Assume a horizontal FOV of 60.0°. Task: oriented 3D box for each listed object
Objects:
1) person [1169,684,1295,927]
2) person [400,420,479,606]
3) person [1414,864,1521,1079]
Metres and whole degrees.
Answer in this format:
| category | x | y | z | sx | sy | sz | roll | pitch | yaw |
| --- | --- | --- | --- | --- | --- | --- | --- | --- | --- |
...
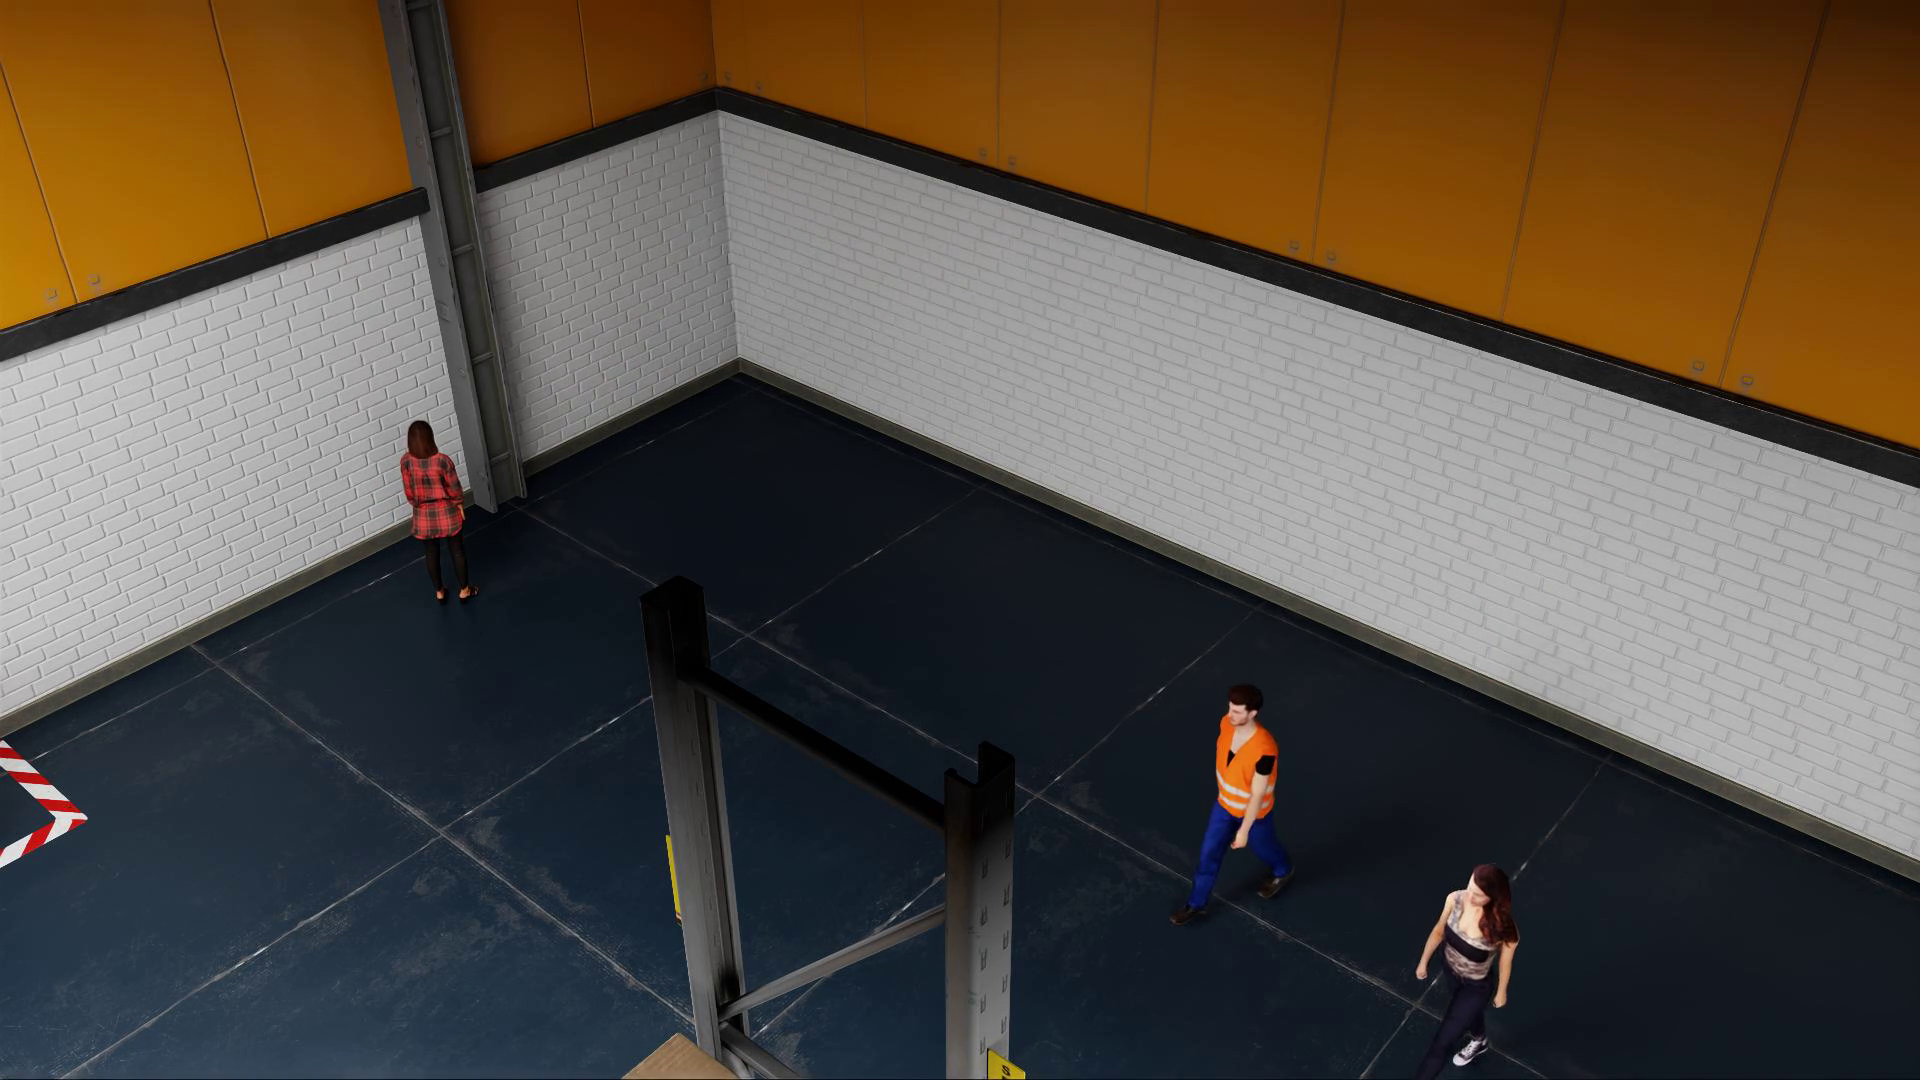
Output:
| category | x | y | z | sx | sy | sz | roll | pitch | yaw |
| --- | --- | --- | --- | --- | --- | --- | --- | --- | --- |
| person | 1.900 | 1.663 | 10.627 | 1.276 | 1.842 | 0.877 | -20 | 38 | -27 |
| person | -4.273 | -0.221 | 13.587 | 0.707 | 1.702 | 0.744 | 1 | 34 | 2 |
| person | 2.947 | 2.482 | 9.511 | 1.228 | 1.713 | 0.815 | -23 | 40 | -30 |
